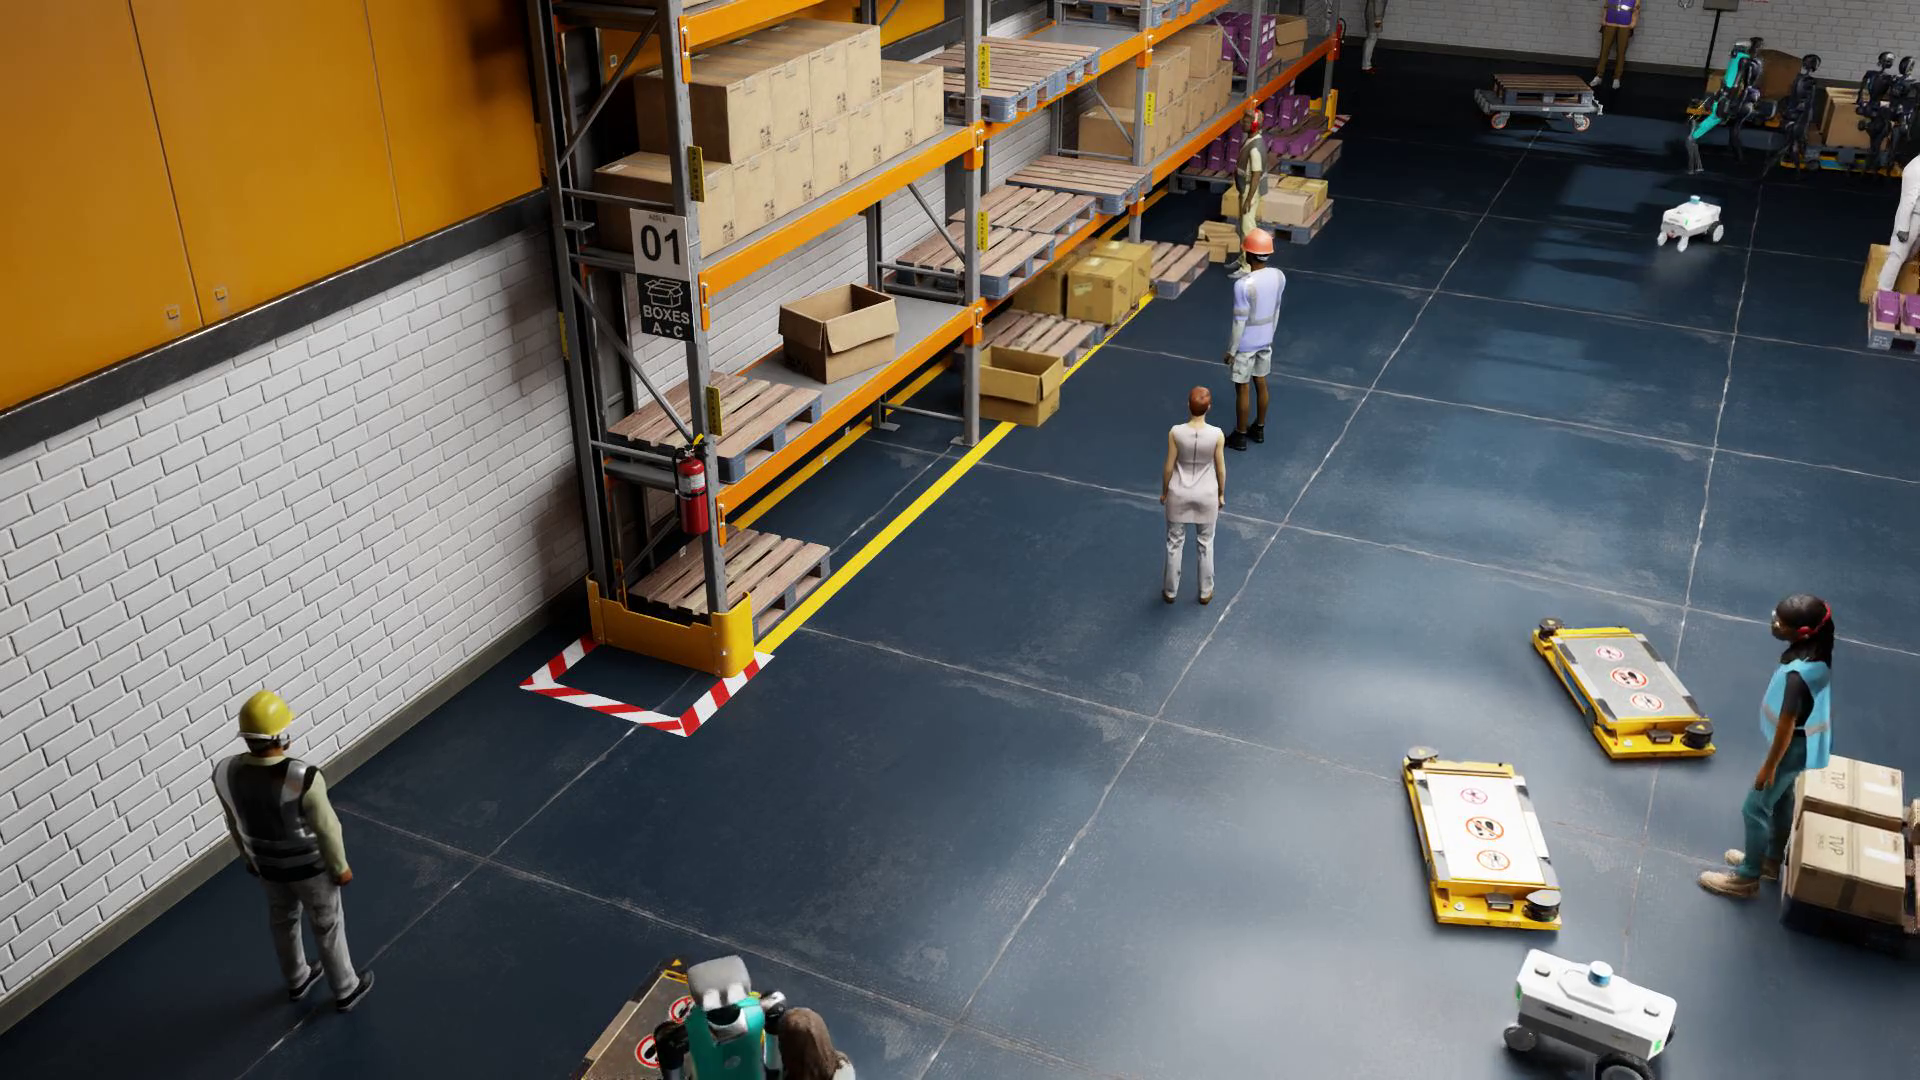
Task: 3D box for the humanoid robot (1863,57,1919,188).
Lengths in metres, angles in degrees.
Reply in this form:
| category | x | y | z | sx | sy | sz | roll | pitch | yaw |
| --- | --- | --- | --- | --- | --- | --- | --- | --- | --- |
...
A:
| category | x | y | z | sx | sy | sz | roll | pitch | yaw |
| --- | --- | --- | --- | --- | --- | --- | --- | --- | --- |
| humanoid robot | 11.848 | -5.304 | 21.097 | 0.388 | 1.647 | 0.601 | -20 | 34 | -32 |

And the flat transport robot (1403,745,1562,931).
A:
| category | x | y | z | sx | sy | sz | roll | pitch | yaw |
| --- | --- | --- | --- | --- | --- | --- | --- | --- | --- |
| flat transport robot | 2.985 | 1.695 | 9.584 | 0.659 | 0.231 | 1.431 | 3 | 28 | 5 |

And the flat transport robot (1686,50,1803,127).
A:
| category | x | y | z | sx | sy | sz | roll | pitch | yaw |
| --- | --- | --- | --- | --- | --- | --- | --- | --- | --- |
| flat transport robot | 11.506 | -6.298 | 24.407 | 1.431 | 0.231 | 0.659 | 22 | 35 | 35 |

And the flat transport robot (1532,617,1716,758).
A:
| category | x | y | z | sx | sy | sz | roll | pitch | yaw |
| --- | --- | --- | --- | --- | --- | --- | --- | --- | --- |
| flat transport robot | 4.348 | 0.955 | 10.957 | 0.659 | 0.231 | 1.431 | -1 | 28 | -3 |

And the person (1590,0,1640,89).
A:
| category | x | y | z | sx | sy | sz | roll | pitch | yaw |
| --- | --- | --- | --- | --- | --- | --- | --- | --- | --- |
| person | 10.251 | -8.032 | 25.879 | 0.532 | 1.925 | 0.418 | 17 | 33 | 28 |

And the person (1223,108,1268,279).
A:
| category | x | y | z | sx | sy | sz | roll | pitch | yaw |
| --- | --- | --- | --- | --- | --- | --- | --- | --- | --- |
| person | 3.136 | -3.758 | 18.031 | 0.389 | 1.849 | 0.563 | 1 | 28 | 3 |

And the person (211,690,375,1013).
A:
| category | x | y | z | sx | sy | sz | roll | pitch | yaw |
| --- | --- | --- | --- | --- | --- | --- | --- | --- | --- |
| person | -3.291 | 1.551 | 8.221 | 0.594 | 1.824 | 0.403 | 6 | 29 | 12 |

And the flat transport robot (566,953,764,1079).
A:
| category | x | y | z | sx | sy | sz | roll | pitch | yaw |
| --- | --- | --- | --- | --- | --- | --- | --- | --- | --- |
| flat transport robot | -1.461 | 2.576 | 7.951 | 0.659 | 0.231 | 1.431 | 10 | 30 | 19 |

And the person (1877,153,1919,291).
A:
| category | x | y | z | sx | sy | sz | roll | pitch | yaw |
| --- | --- | --- | --- | --- | --- | --- | --- | --- | --- |
| person | 9.802 | -3.252 | 17.042 | 0.638 | 1.901 | 0.410 | -23 | 36 | -36 |

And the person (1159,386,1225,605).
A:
| category | x | y | z | sx | sy | sz | roll | pitch | yaw |
| --- | --- | --- | --- | --- | --- | --- | --- | --- | --- |
| person | 1.652 | -0.307 | 11.827 | 0.461 | 1.658 | 0.269 | 3 | 28 | 6 |

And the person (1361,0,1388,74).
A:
| category | x | y | z | sx | sy | sz | roll | pitch | yaw |
| --- | --- | --- | --- | --- | --- | --- | --- | --- | --- |
| person | 6.698 | -8.449 | 26.766 | 0.369 | 1.824 | 0.514 | 3 | 28 | 5 |

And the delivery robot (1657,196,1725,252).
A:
| category | x | y | z | sx | sy | sz | roll | pitch | yaw |
| --- | --- | --- | --- | --- | --- | --- | --- | --- | --- |
| delivery robot | 8.462 | -3.689 | 19.252 | 0.767 | 0.579 | 0.499 | -19 | 34 | -31 |

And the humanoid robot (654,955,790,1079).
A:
| category | x | y | z | sx | sy | sz | roll | pitch | yaw |
| --- | --- | --- | --- | --- | --- | --- | --- | --- | --- |
| humanoid robot | -1.012 | 2.331 | 6.899 | 0.530 | 1.813 | 0.771 | -11 | 30 | -20 |

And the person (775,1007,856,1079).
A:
| category | x | y | z | sx | sy | sz | roll | pitch | yaw |
| --- | --- | --- | --- | --- | --- | --- | --- | --- | --- |
| person | -0.581 | 2.527 | 6.610 | 0.800 | 1.626 | 0.494 | 21 | 34 | 33 |

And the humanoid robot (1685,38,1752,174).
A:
| category | x | y | z | sx | sy | sz | roll | pitch | yaw |
| --- | --- | --- | --- | --- | --- | --- | --- | --- | --- |
| humanoid robot | 9.699 | -5.598 | 21.593 | 0.805 | 1.807 | 0.550 | 5 | 29 | 9 |

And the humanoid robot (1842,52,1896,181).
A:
| category | x | y | z | sx | sy | sz | roll | pitch | yaw |
| --- | --- | --- | --- | --- | --- | --- | --- | --- | --- |
| humanoid robot | 11.685 | -5.422 | 21.300 | 0.400 | 1.656 | 0.589 | -11 | 30 | -20 |

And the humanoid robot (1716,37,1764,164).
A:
| category | x | y | z | sx | sy | sz | roll | pitch | yaw |
| --- | --- | --- | --- | --- | --- | --- | --- | --- | --- |
| humanoid robot | 10.444 | -5.845 | 22.112 | 0.458 | 1.637 | 0.608 | 15 | 32 | 26 |

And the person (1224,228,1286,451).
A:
| category | x | y | z | sx | sy | sz | roll | pitch | yaw |
| --- | --- | --- | --- | --- | --- | --- | --- | --- | --- |
| person | 2.462 | -1.694 | 14.114 | 0.541 | 1.938 | 0.355 | -20 | 34 | -33 |

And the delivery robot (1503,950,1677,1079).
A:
| category | x | y | z | sx | sy | sz | roll | pitch | yaw |
| --- | --- | --- | --- | --- | --- | --- | --- | --- | --- |
| delivery robot | 3.097 | 2.331 | 8.120 | 0.813 | 0.609 | 0.499 | 16 | 32 | 27 |

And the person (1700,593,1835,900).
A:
| category | x | y | z | sx | sy | sz | roll | pitch | yaw |
| --- | --- | --- | --- | --- | --- | --- | --- | --- | --- |
| person | 4.451 | 1.129 | 8.974 | 0.444 | 1.860 | 0.612 | 16 | 32 | 27 |

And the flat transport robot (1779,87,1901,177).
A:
| category | x | y | z | sx | sy | sz | roll | pitch | yaw |
| --- | --- | --- | --- | --- | --- | --- | --- | --- | --- |
| flat transport robot | 11.683 | -5.059 | 22.109 | 1.431 | 0.231 | 0.659 | 10 | 30 | 18 |

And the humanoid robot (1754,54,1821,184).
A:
| category | x | y | z | sx | sy | sz | roll | pitch | yaw |
| --- | --- | --- | --- | --- | --- | --- | --- | --- | --- |
| humanoid robot | 10.687 | -5.371 | 21.261 | 0.818 | 1.615 | 0.603 | -1 | 28 | -2 |
